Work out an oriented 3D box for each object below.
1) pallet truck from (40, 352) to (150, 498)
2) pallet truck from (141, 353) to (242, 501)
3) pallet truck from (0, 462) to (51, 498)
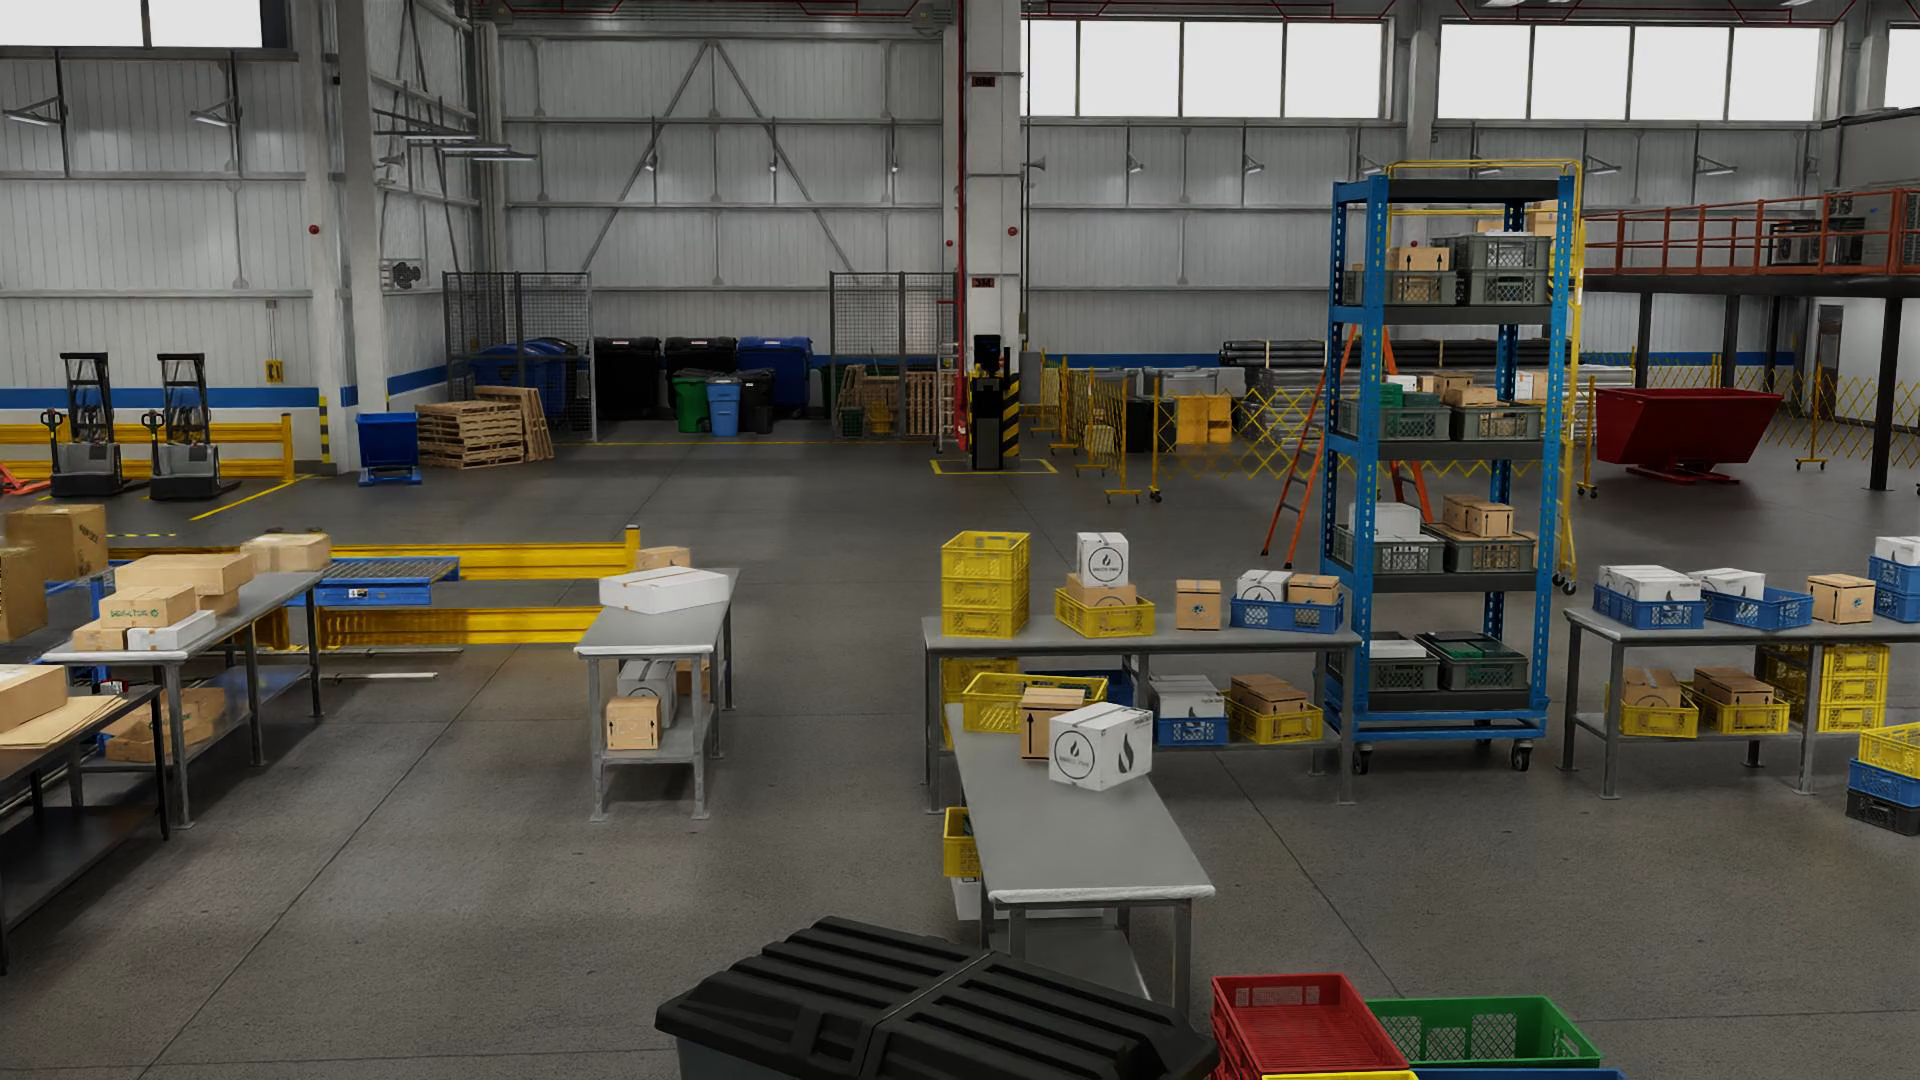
[{"bbox_3d":[-11.907,-1.642,23.165,0.823,1.965,1.885,0,9,0],"label":"pallet truck"},{"bbox_3d":[-10.520,-1.604,22.925,0.823,1.965,1.885,-1,9,-6],"label":"pallet truck"},{"bbox_3d":[-13.193,-1.293,23.148,0.653,1.274,1.630,-1,9,-4],"label":"pallet truck"}]
